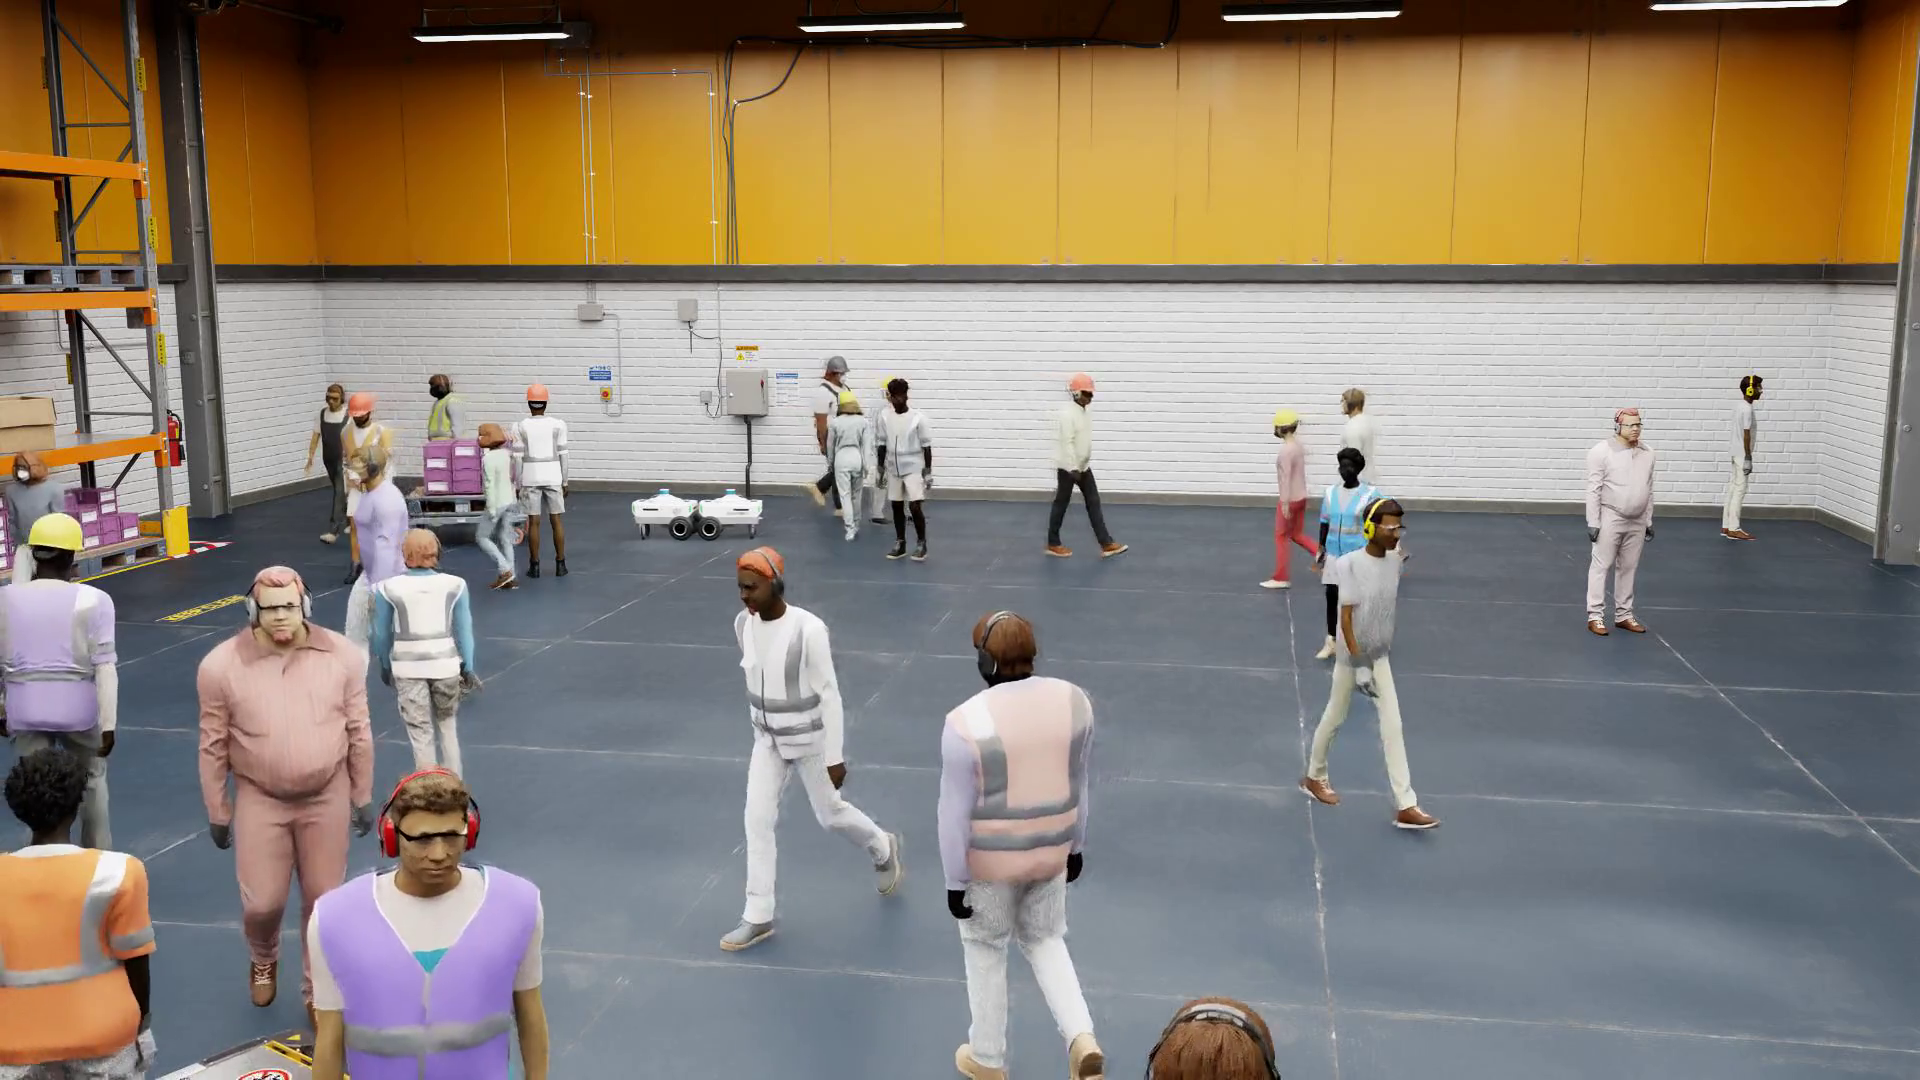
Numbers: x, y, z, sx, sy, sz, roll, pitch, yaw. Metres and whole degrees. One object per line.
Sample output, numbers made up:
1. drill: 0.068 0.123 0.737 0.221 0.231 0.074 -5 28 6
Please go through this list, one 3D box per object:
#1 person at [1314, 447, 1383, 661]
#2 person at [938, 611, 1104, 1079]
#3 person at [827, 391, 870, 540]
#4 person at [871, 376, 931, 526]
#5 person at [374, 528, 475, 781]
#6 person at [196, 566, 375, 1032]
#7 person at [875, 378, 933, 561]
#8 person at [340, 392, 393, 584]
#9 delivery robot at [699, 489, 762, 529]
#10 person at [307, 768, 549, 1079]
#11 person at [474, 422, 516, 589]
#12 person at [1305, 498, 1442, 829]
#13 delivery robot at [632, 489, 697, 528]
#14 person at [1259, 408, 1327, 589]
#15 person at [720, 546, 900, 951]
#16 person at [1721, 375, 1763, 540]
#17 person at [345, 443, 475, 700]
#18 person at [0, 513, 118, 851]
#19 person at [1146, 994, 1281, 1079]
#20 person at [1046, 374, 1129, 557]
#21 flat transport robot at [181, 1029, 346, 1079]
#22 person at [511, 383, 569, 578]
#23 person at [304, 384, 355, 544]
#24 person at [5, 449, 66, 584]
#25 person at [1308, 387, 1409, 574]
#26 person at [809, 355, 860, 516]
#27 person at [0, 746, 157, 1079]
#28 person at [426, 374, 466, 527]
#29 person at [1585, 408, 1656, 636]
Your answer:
1. person: 3.071 0.101 13.057 0.553 1.685 0.600 9 13 44
2. person: 0.219 1.164 6.011 0.640 1.825 0.651 -5 10 -28
3. person: -1.271 -0.863 19.047 0.479 1.683 0.898 -3 10 -18
4. person: -0.703 -1.042 19.776 0.810 1.801 0.600 2 9 15
5. person: -2.994 0.739 9.299 0.512 1.619 0.511 -5 10 -28
6. person: -2.677 1.029 6.662 0.645 1.892 0.463 -5 11 -29
7. person: -0.610 -0.734 17.452 0.645 1.939 0.465 5 11 30
8. person: -5.837 -0.547 16.486 0.574 1.885 0.929 1 9 8
9. delivery robot: -2.610 -0.338 18.971 0.707 0.478 0.477 -1 9 -4
10. person: -1.340 1.450 4.239 0.590 1.826 0.645 -3 10 -17
11. person: -4.422 -0.314 15.848 0.364 1.614 0.508 2 9 11
12. person: 2.269 0.662 9.206 0.487 1.804 1.015 -4 10 -25
13. delivery robot: -3.374 -0.341 18.992 0.707 0.478 0.477 1 9 4
14. person: 3.232 -0.383 15.845 0.637 1.745 0.535 6 11 31
15. person: -0.694 0.897 7.695 0.602 1.835 0.991 7 12 38
16. person: 8.928 -0.944 18.955 0.317 1.870 0.523 2 9 11
17. person: -3.888 0.266 11.409 1.018 1.896 0.627 -7 11 -37
18. person: -4.331 0.815 7.989 0.610 1.891 0.794 -3 10 -17
19. person: 0.397 1.675 2.843 0.642 1.823 0.537 2 9 10
20. person: 1.318 -0.764 17.565 0.977 1.945 0.638 6 11 34
21. flat transport robot: -2.636 2.023 5.492 0.652 0.197 1.431 7 11 35
22. person: -4.164 -0.590 16.541 0.542 1.939 0.364 -3 10 -17
23. person: -7.063 -0.883 18.885 0.550 1.790 1.034 1 9 8
24. person: -7.426 0.078 13.391 0.501 1.620 0.357 0 9 -1
25. person: 3.998 -0.569 16.537 0.922 1.912 0.641 5 10 27
26. person: -1.569 -1.312 20.709 0.705 2.000 0.685 4 10 24
27. person: -2.592 1.447 4.739 0.535 1.681 0.611 -1 9 -9
28. person: -6.221 -1.064 19.845 0.680 1.817 0.665 -6 11 -33
29. person: 5.556 -0.157 13.956 0.642 1.909 0.410 -3 10 -16
